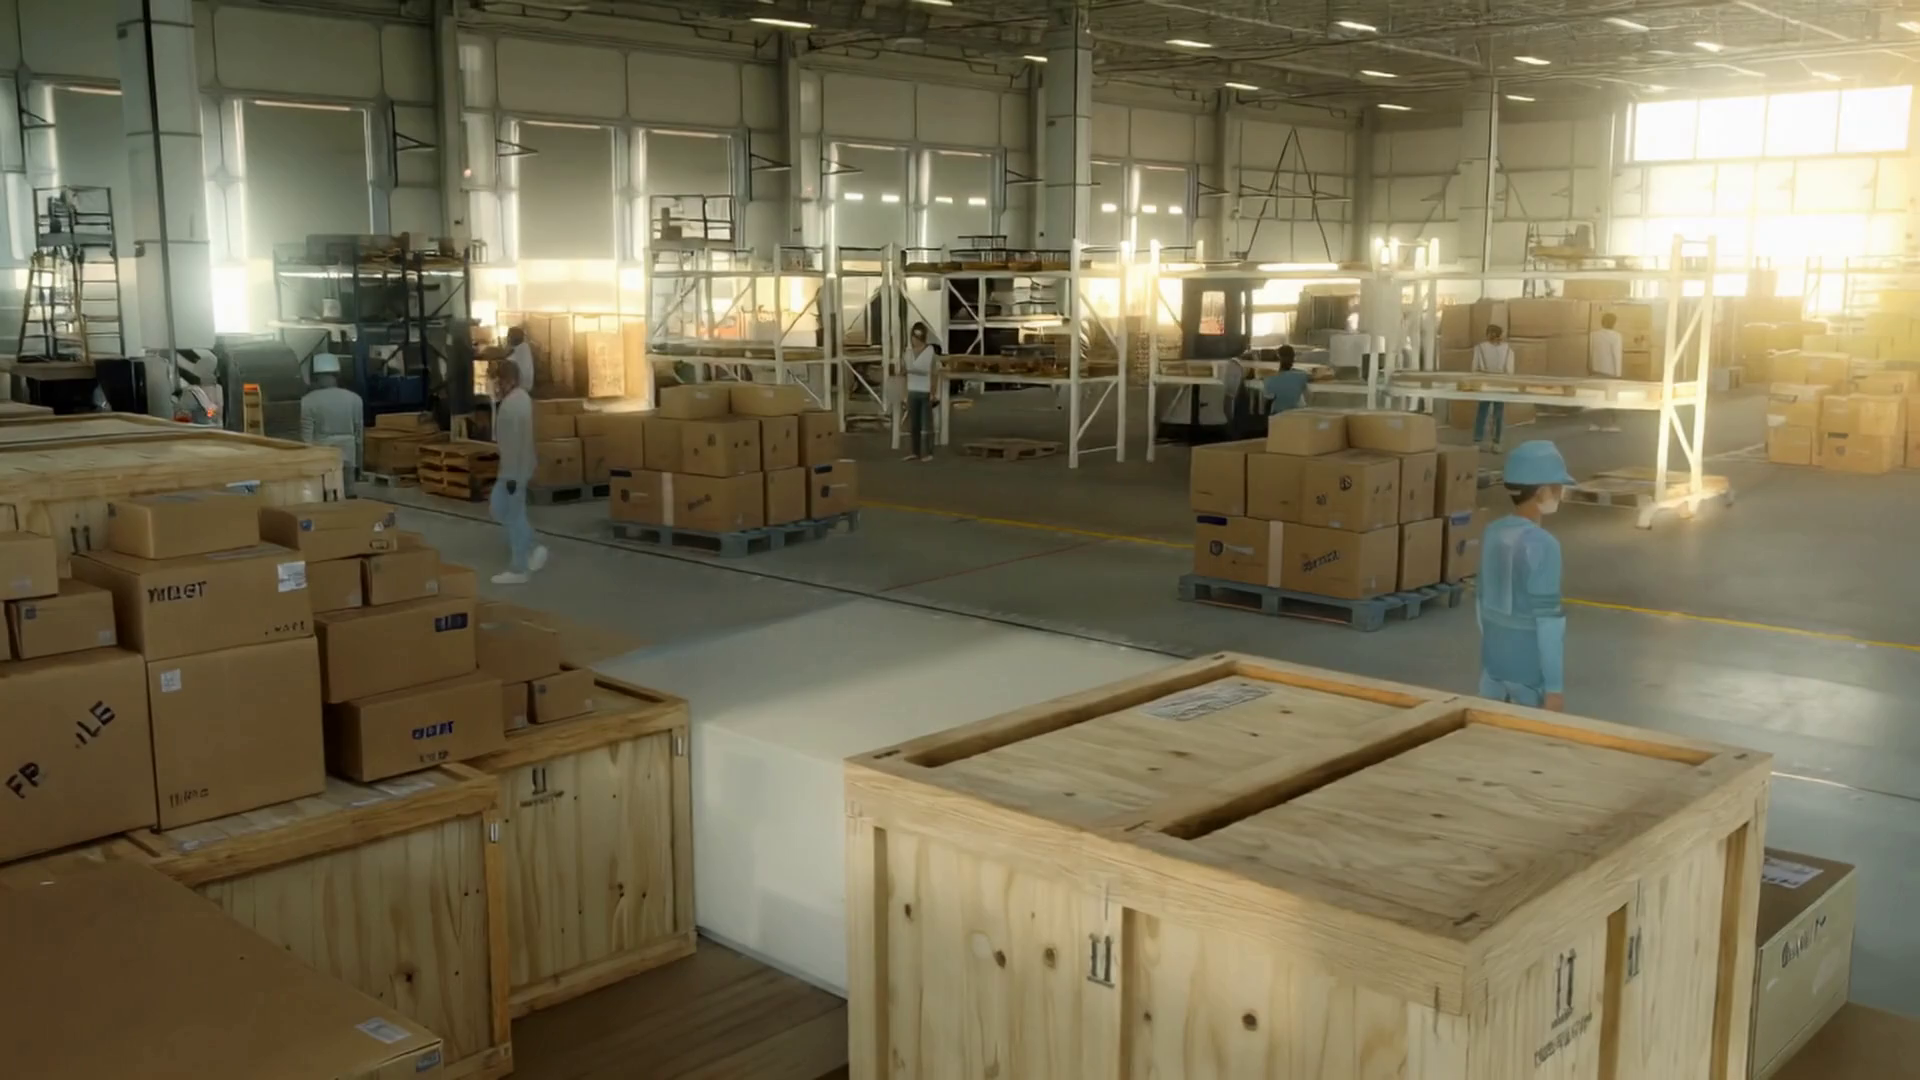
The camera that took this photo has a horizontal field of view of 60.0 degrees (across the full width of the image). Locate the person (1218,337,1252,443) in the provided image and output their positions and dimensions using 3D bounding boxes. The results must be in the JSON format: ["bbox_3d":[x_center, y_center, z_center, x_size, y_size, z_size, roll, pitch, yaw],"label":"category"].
[{"bbox_3d":[3.426,-1.639,20.888,0.875,1.816,0.518,2,10,14],"label":"person"}]

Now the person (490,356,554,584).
[{"bbox_3d":[-3.766,-0.583,14.022,0.443,1.929,0.649,-2,10,-14],"label":"person"}]

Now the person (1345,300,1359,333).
[{"bbox_3d":[9.890,-5.068,41.648,0.986,1.896,0.543,-2,9,-10],"label":"person"}]

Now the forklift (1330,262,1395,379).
[{"bbox_3d":[9.992,-5.316,40.140,1.873,2.768,1.129,-5,10,-26],"label":"forklift"}]

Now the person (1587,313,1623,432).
[{"bbox_3d":[10.545,-2.736,27.202,0.378,1.940,0.629,-6,11,-32],"label":"person"}]

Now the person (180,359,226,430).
[{"bbox_3d":[-8.194,-1.127,18.089,0.319,1.693,0.532,4,10,24],"label":"person"}]

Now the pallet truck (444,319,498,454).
[{"bbox_3d":[-6.981,-1.942,22.150,1.885,1.965,0.823,1,9,9],"label":"pallet truck"}]

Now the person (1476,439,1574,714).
[{"bbox_3d":[2.415,0.537,7.123,0.349,1.942,0.545,-2,10,-14],"label":"person"}]

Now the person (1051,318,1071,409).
[{"bbox_3d":[1.968,-3.336,31.501,0.486,1.737,0.322,-2,9,-12],"label":"person"}]

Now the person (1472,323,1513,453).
[{"bbox_3d":[7.677,-2.189,24.017,0.580,1.883,0.352,0,9,3],"label":"person"}]

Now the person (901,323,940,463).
[{"bbox_3d":[-0.544,-2.024,22.899,0.594,1.919,0.387,7,11,35],"label":"person"}]

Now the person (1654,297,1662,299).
[{"bbox_3d":[18.291,-5.413,43.641,0.628,1.931,0.358,-6,11,-33],"label":"person"}]

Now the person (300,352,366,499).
[{"bbox_3d":[-5.562,-0.696,14.756,0.400,1.922,0.592,7,12,39],"label":"person"}]

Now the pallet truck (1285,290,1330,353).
[{"bbox_3d":[11.297,-6.951,52.861,1.885,1.965,0.823,-5,11,-29],"label":"pallet truck"}]

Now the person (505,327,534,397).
[{"bbox_3d":[-6.499,-2.166,24.066,0.745,1.817,0.666,-3,10,-18],"label":"person"}]

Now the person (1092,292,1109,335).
[{"bbox_3d":[4.347,-6.692,51.491,0.544,1.930,0.389,1,9,5],"label":"person"}]

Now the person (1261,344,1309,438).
[{"bbox_3d":[3.446,-1.147,17.692,0.507,1.865,0.329,-1,9,-8],"label":"person"}]

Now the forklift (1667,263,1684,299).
[{"bbox_3d":[19.350,-6.114,45.032,1.873,2.768,1.129,3,10,17],"label":"forklift"}]

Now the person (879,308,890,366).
[{"bbox_3d":[-1.993,-5.346,44.151,0.313,1.634,0.517,1,9,5],"label":"person"}]

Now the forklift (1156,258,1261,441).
[{"bbox_3d":[3.876,-2.978,25.806,1.129,2.768,1.873,5,11,29],"label":"forklift"}]
